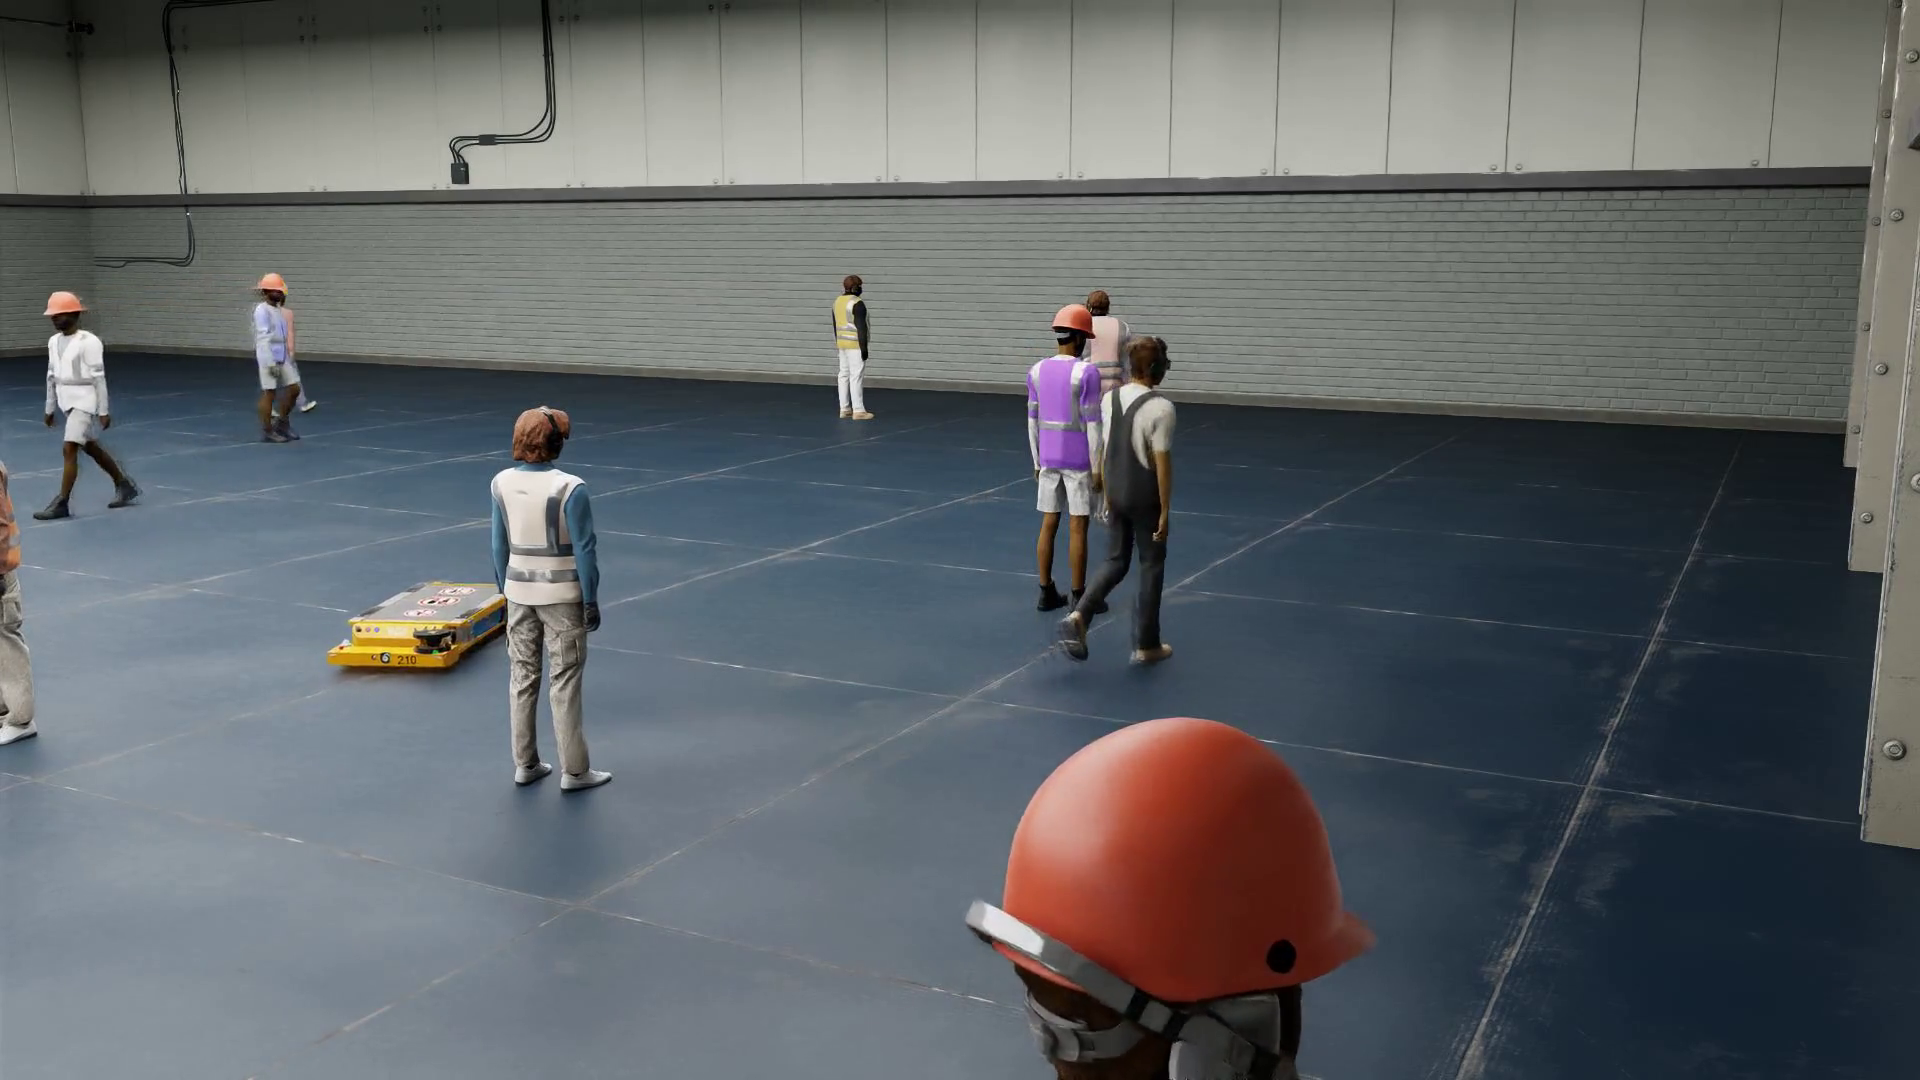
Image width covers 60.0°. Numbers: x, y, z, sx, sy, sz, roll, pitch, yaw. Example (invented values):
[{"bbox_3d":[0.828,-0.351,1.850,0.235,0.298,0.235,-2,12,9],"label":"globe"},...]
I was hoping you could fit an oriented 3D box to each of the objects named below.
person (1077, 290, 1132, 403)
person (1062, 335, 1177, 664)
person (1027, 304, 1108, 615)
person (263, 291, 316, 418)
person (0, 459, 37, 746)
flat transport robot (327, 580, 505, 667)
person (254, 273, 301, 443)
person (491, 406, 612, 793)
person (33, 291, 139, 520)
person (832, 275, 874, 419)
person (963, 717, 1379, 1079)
[{"bbox_3d":[1.284,-1.407,15.559,0.621,1.845,0.429,-3,11,-15],"label":"person"},{"bbox_3d":[0.896,-0.191,8.977,0.530,1.827,0.684,10,15,44],"label":"person"},{"bbox_3d":[0.681,-0.492,10.336,0.543,1.928,0.372,9,13,39],"label":"person"},{"bbox_3d":[-8.811,-2.466,21.639,0.549,1.714,0.891,3,11,14],"label":"person"},{"bbox_3d":[-4.515,0.138,7.699,0.314,1.636,0.515,-10,14,-44],"label":"person"},{"bbox_3d":[-3.037,0.465,9.639,0.652,0.197,1.431,1,10,4],"label":"flat transport robot"},{"bbox_3d":[-7.733,-2.044,18.816,0.505,1.919,0.547,1,10,8],"label":"person"},{"bbox_3d":[-1.745,0.257,7.039,0.521,1.640,0.307,5,11,24],"label":"person"},{"bbox_3d":[-7.444,-1.156,14.076,0.562,1.893,0.999,5,12,27],"label":"person"},{"bbox_3d":[-1.366,-2.473,21.371,0.430,1.845,0.619,-8,13,-37],"label":"person"},{"bbox_3d":[0.139,1.119,1.372,0.623,1.990,0.392,7,13,34],"label":"person"}]
